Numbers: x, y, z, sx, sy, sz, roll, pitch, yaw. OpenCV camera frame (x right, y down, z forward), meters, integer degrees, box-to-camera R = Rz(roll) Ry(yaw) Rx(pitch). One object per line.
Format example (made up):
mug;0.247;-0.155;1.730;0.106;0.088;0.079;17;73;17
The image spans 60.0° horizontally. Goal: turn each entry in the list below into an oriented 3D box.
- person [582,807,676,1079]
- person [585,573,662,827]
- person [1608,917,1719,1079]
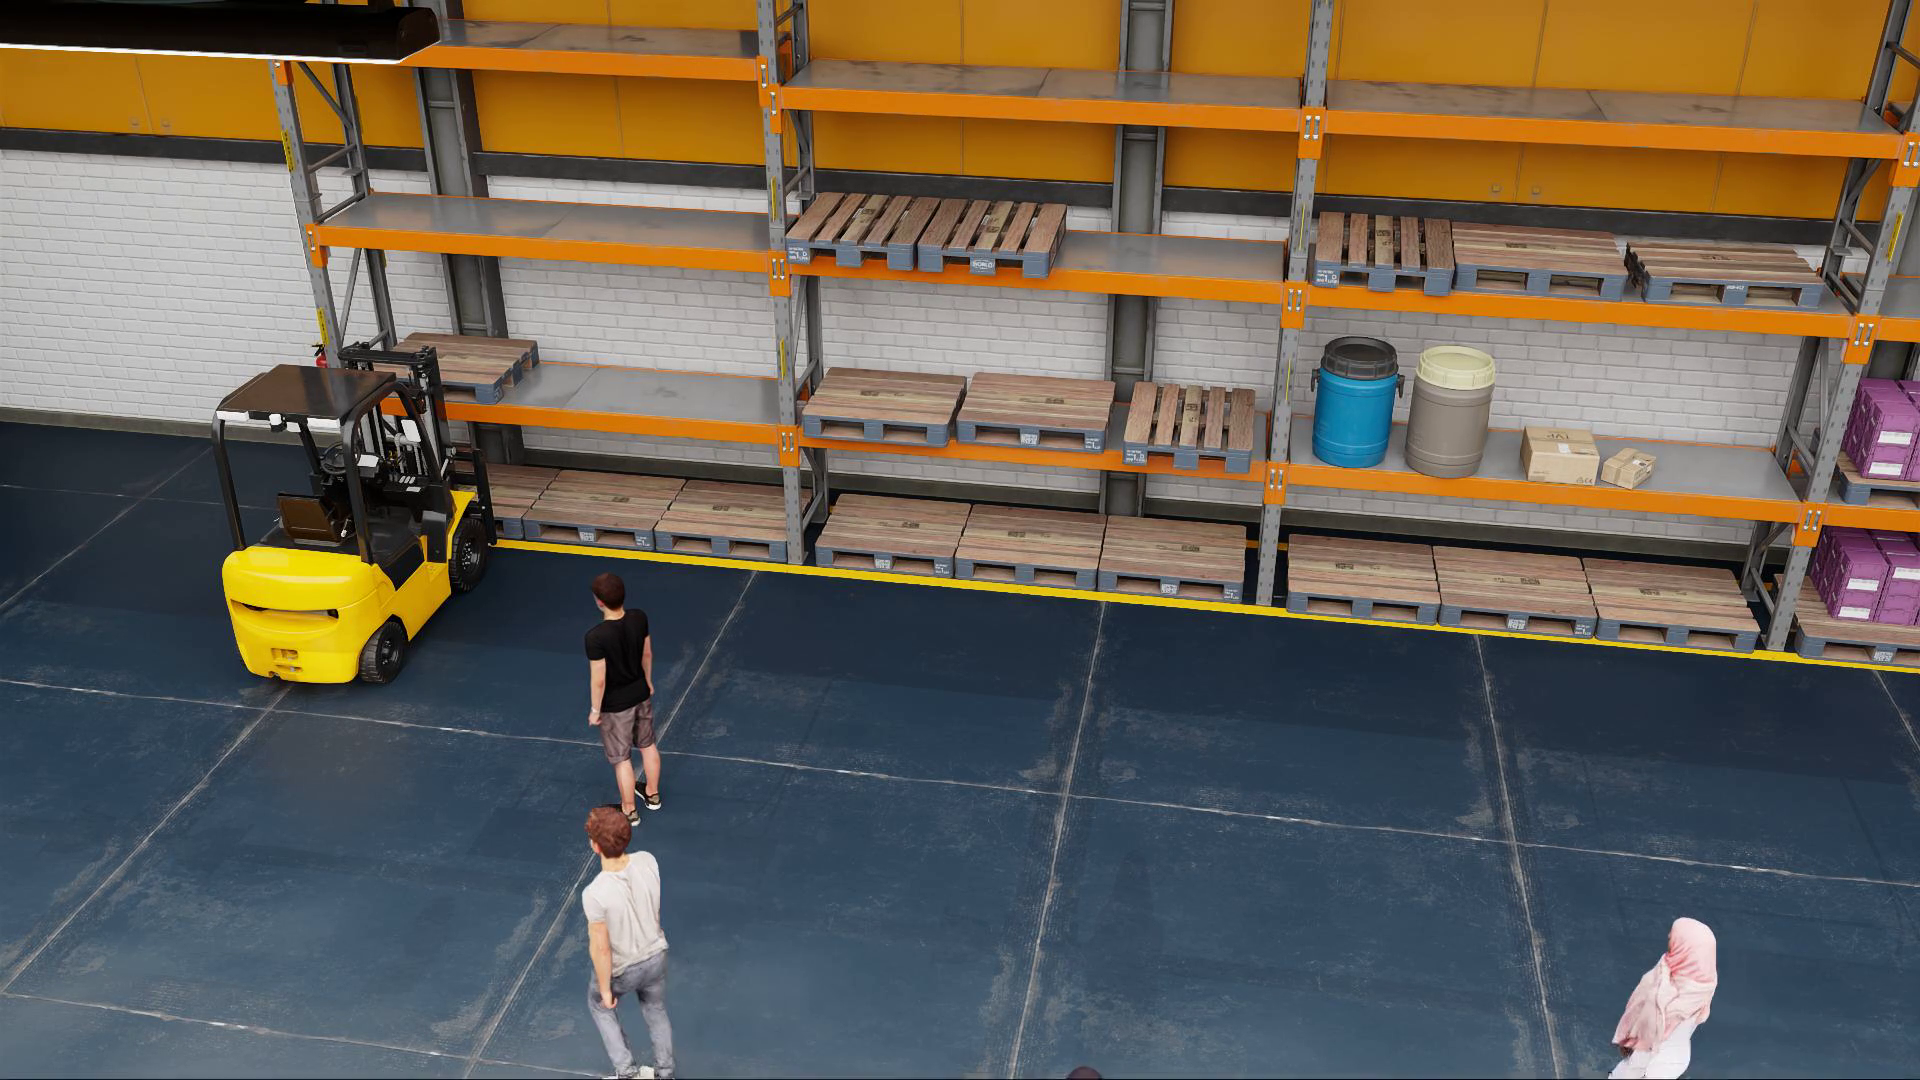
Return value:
person;-1.655;2.236;8.703;0.837;1.879;0.808;24;37;37
person;-2.206;1.038;10.919;0.761;1.861;0.768;21;35;33
person;3.445;2.618;8.095;0.928;1.792;1.000;-20;34;-32
